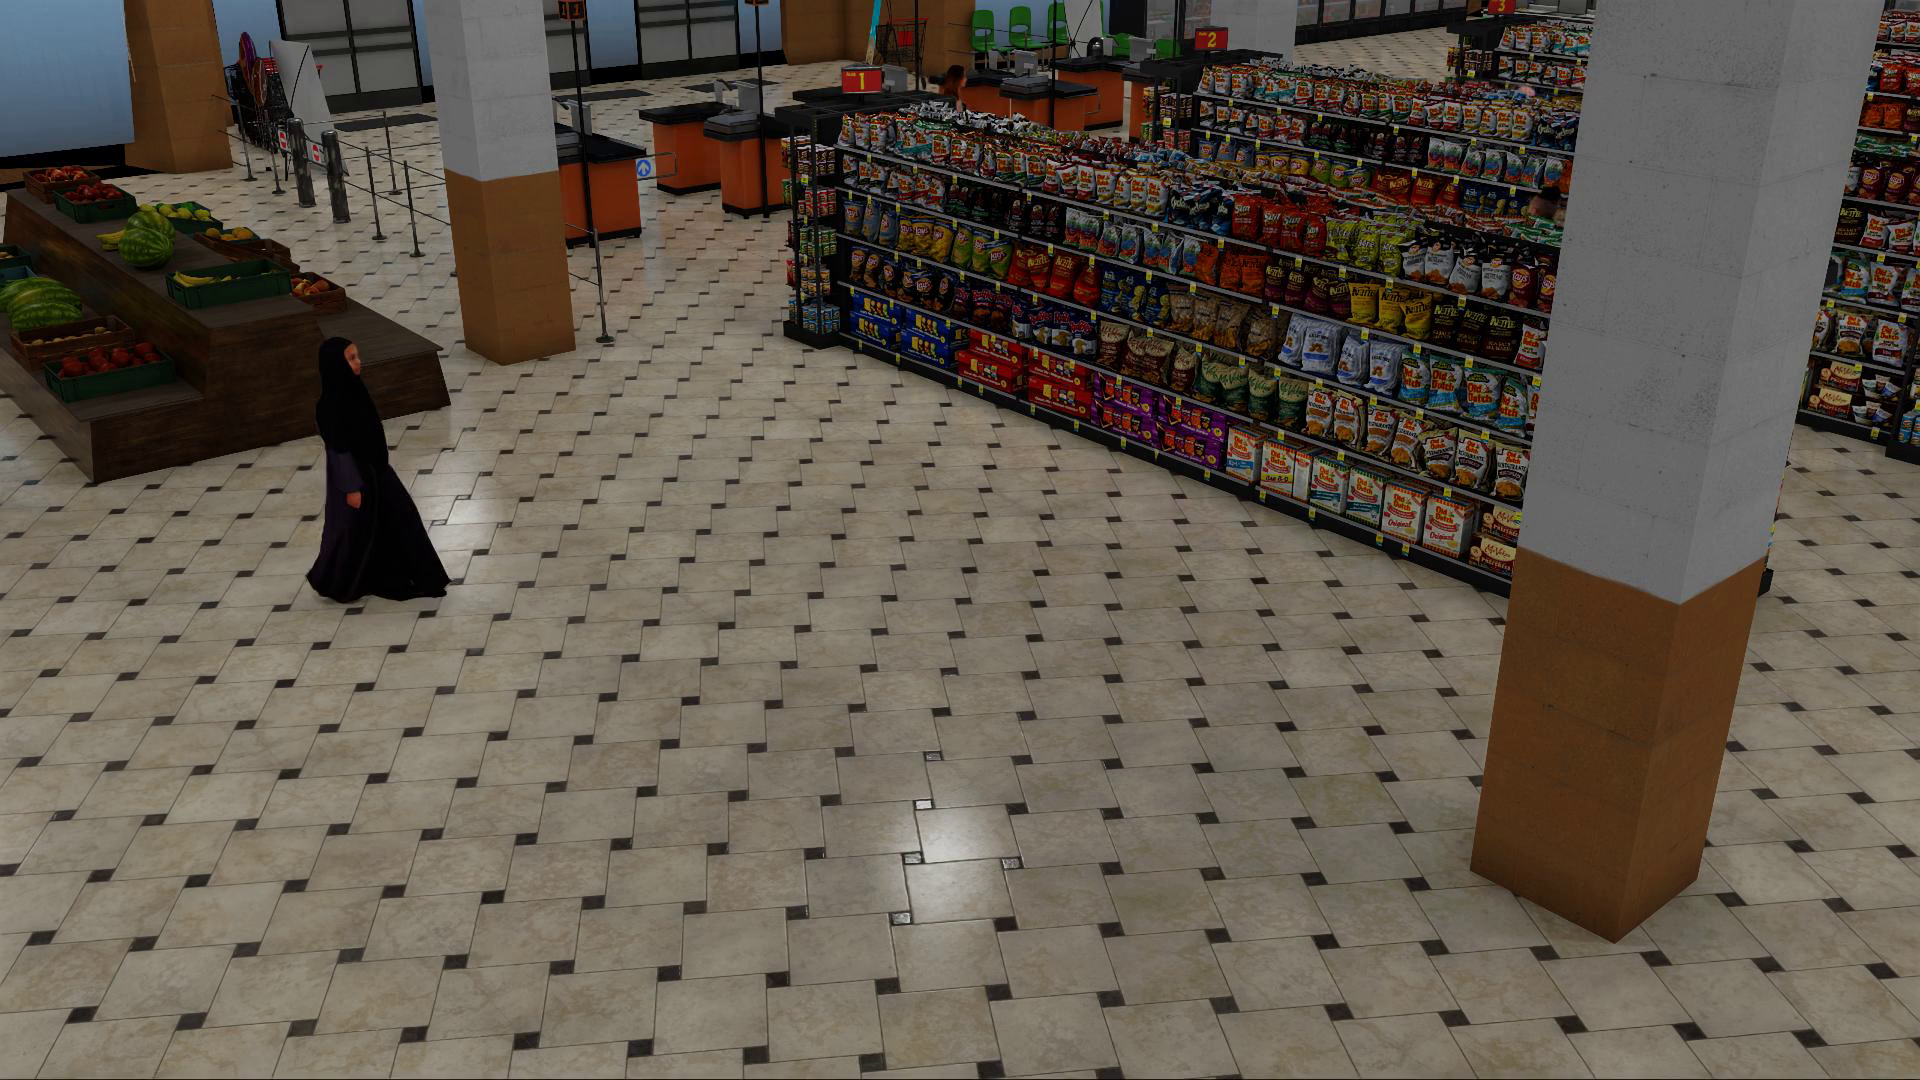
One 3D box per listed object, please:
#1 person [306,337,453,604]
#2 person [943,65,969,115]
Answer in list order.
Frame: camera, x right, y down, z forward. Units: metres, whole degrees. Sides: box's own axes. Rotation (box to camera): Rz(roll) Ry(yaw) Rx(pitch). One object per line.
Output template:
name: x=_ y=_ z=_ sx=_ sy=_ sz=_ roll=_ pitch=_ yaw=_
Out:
person: x=-3.520 y=-0.379 z=9.527 sx=1.169 sy=1.609 sz=1.029 roll=5 pitch=24 yaw=10
person: x=-0.144 y=-4.301 z=18.300 sx=1.030 sy=1.761 sz=1.115 roll=-3 pitch=24 yaw=-7
